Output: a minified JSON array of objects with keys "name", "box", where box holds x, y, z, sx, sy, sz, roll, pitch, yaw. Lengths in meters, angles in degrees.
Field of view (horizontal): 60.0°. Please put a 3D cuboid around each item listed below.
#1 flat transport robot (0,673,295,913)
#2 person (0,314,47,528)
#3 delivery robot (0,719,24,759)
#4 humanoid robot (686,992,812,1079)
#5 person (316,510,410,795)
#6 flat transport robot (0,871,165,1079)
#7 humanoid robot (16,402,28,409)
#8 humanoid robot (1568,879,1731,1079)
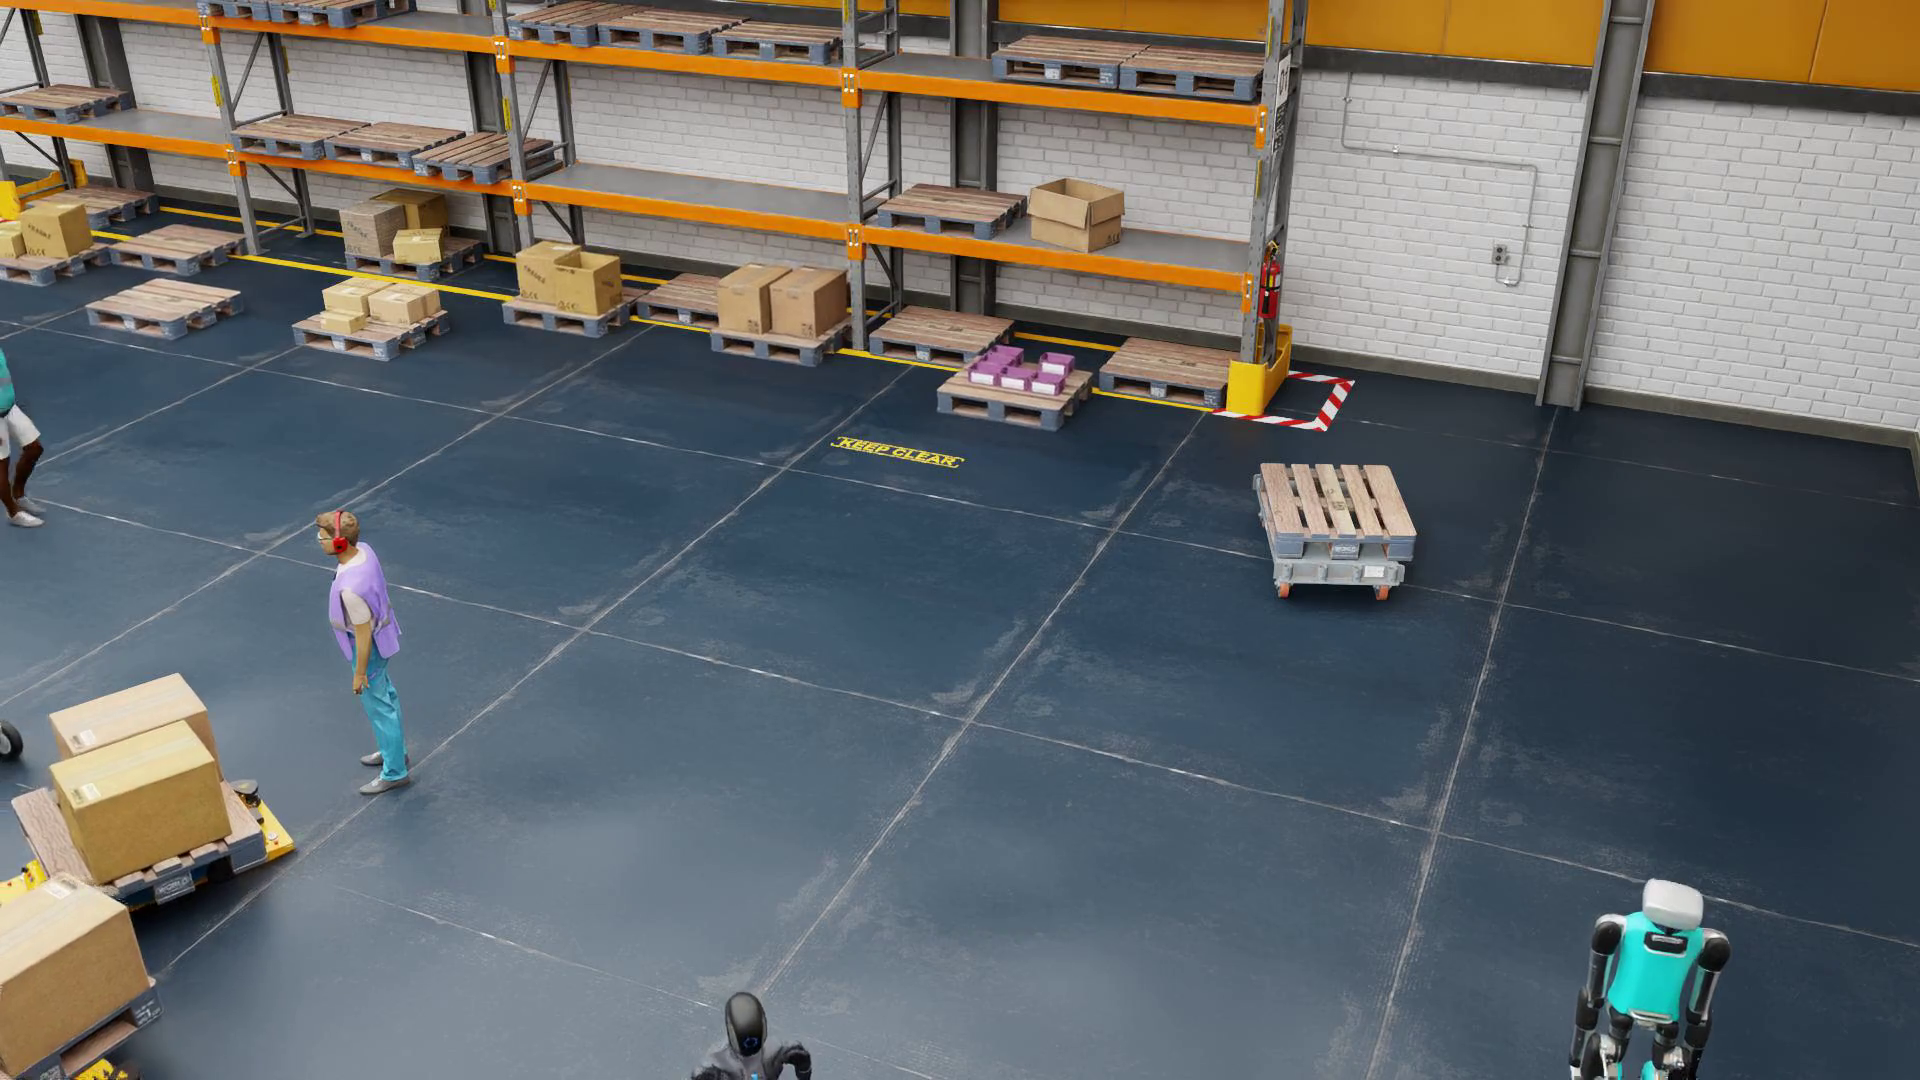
[{"name":"flat transport robot","box":[-4.603,1.819,9.404,1.431,0.231,0.659,-21,34,-35]},{"name":"person","box":[-7.583,-0.994,13.047,0.465,1.926,0.601,1,27,1]},{"name":"delivery robot","box":[-6.265,1.217,10.280,0.785,0.614,0.499,8,28,16]},{"name":"humanoid robot","box":[-0.841,2.454,6.690,0.595,1.629,0.780,-12,30,-22]},{"name":"person","box":[-3.536,0.658,9.936,0.388,1.845,0.564,-7,28,-13]},{"name":"flat transport robot","box":[-4.616,2.548,7.991,1.431,0.231,0.659,16,31,28]},{"name":"humanoid robot","box":[-9.034,-1.833,14.998,0.775,1.620,0.616,-4,28,-8]},{"name":"humanoid robot","box":[2.805,2.341,6.855,0.531,1.777,1.015,6,28,11]}]
